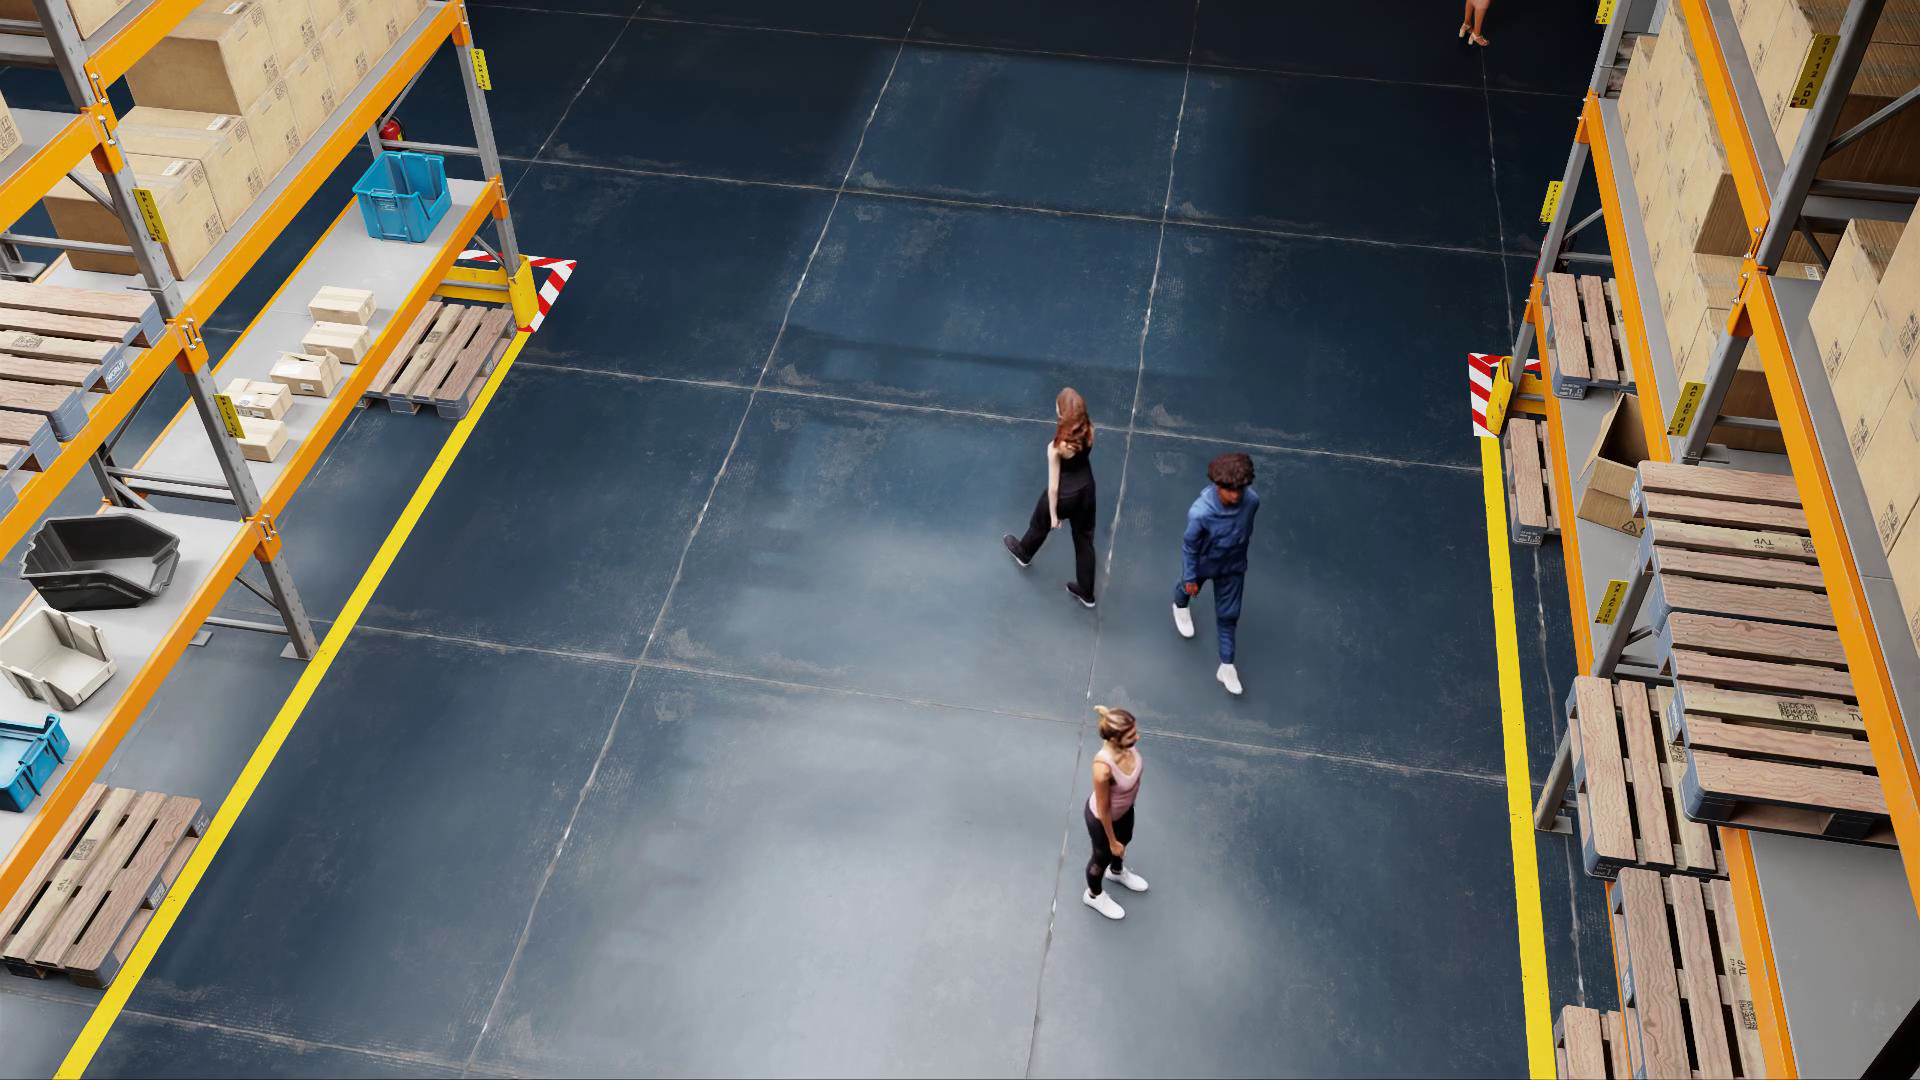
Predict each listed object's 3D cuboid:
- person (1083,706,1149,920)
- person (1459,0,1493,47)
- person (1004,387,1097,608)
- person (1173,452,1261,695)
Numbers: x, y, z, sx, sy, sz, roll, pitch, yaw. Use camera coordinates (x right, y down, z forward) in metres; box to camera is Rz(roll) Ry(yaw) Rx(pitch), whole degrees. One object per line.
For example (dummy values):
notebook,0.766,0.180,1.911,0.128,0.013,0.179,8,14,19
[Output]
person,0.811,1.497,9.264,0.713,1.644,0.621,22,48,22
person,5.411,-5.959,16.955,0.713,1.832,0.577,-8,44,-8
person,0.804,-0.240,11.043,1.036,1.706,1.076,-28,50,-26
person,1.601,0.068,10.680,1.006,1.762,1.261,-11,45,-11
